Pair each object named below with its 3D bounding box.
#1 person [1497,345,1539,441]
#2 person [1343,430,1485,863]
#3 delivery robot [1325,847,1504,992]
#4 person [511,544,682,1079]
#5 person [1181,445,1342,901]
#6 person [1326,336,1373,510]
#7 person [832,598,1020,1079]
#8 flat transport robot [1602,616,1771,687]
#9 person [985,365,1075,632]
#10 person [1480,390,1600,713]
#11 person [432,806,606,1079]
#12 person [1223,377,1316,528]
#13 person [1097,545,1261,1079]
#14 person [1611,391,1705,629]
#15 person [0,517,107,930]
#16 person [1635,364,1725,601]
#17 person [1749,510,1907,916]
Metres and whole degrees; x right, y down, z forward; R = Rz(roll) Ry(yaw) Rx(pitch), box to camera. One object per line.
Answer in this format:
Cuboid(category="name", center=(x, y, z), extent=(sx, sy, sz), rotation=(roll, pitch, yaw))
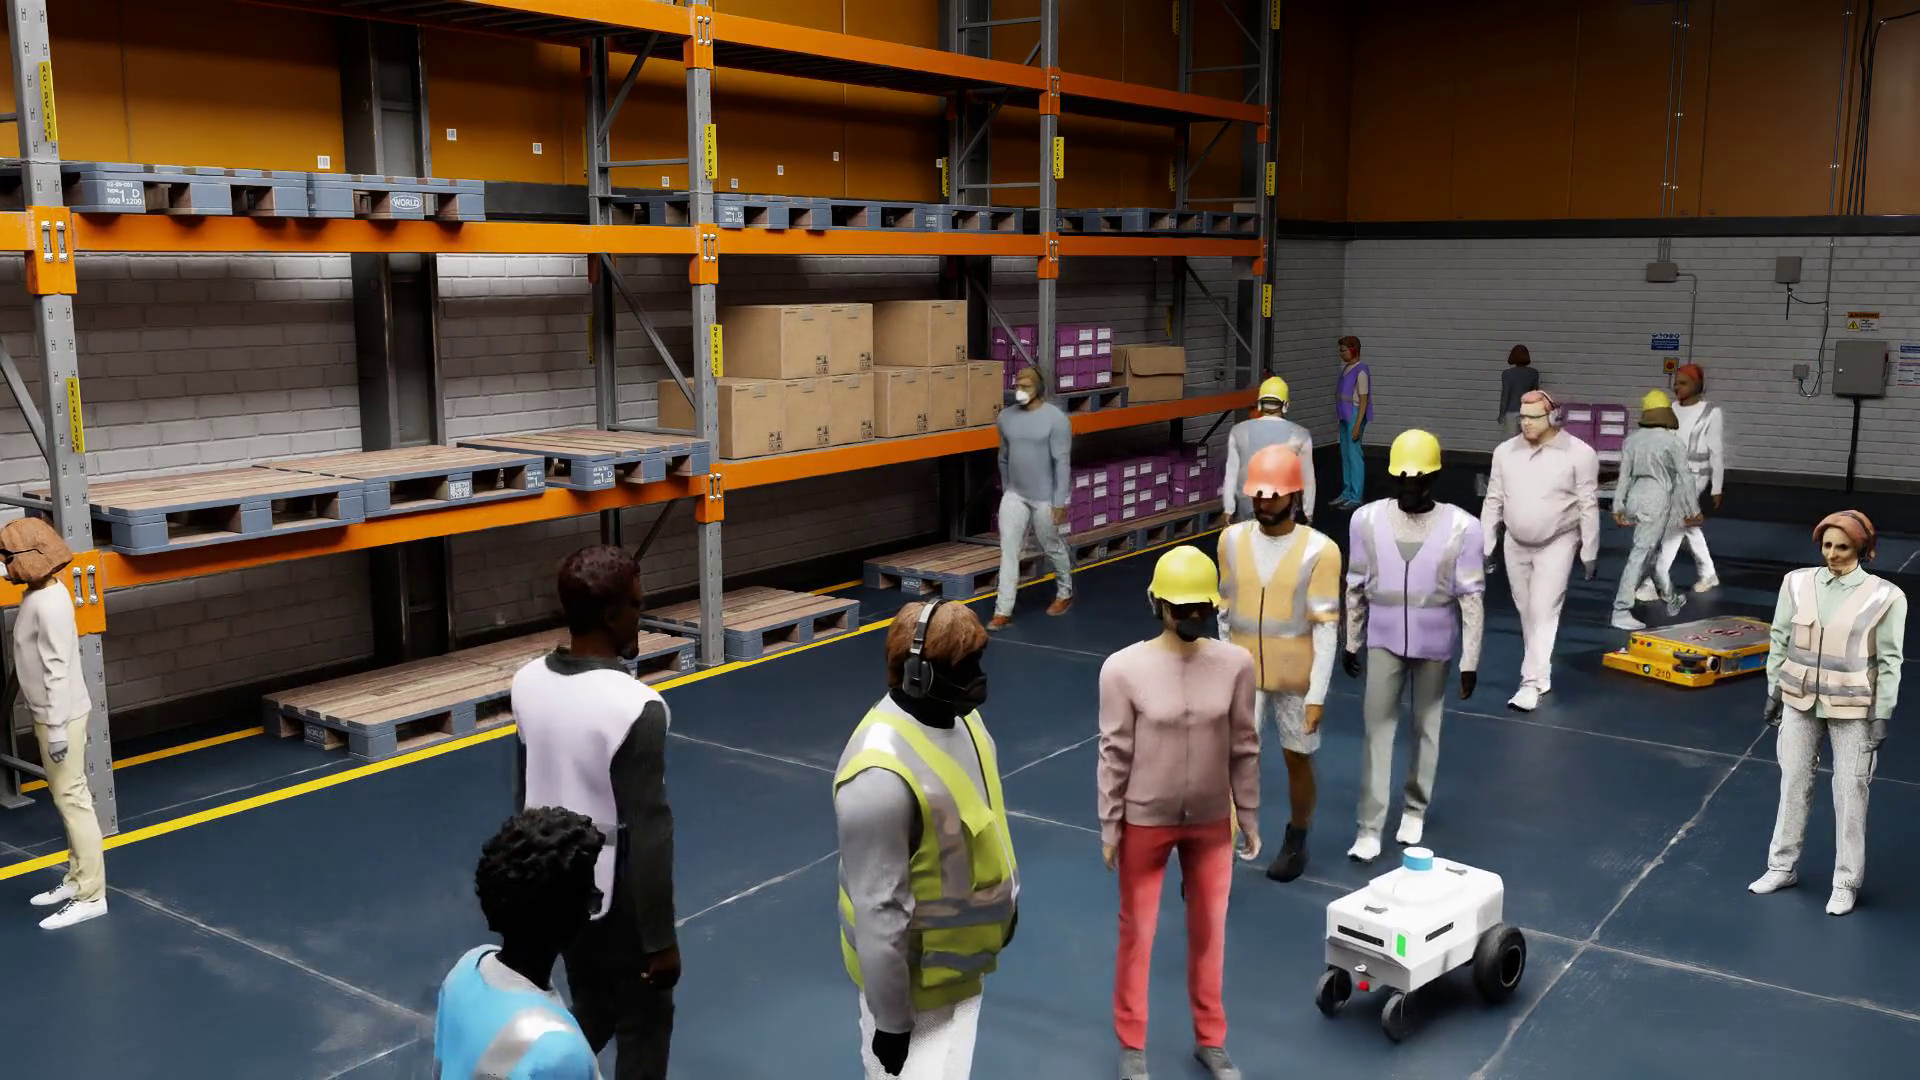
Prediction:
Cuboid(category="person", center=(6.644, -1.505, 19.813), extent=(0.507, 1.631, 0.266), rotation=(-3, 10, -16))
Cuboid(category="person", center=(1.942, 0.476, 7.235), extent=(0.617, 1.887, 0.897), rotation=(4, 10, 24))
Cuboid(category="delivery robot", center=(1.605, 1.329, 5.863), extent=(0.707, 0.478, 0.477), rotation=(-9, 13, -43))
Cuboid(category="person", center=(-0.994, 0.953, 4.389), extent=(0.667, 1.901, 0.595), rotation=(-9, 13, -44))
Cuboid(category="person", center=(1.239, 0.562, 6.744), extent=(0.555, 1.880, 1.006), rotation=(6, 11, 31))
Cuboid(category="person", center=(4.157, -1.236, 17.605), extent=(0.389, 1.837, 0.563), rotation=(-1, 10, -6))
Cuboid(category="person", center=(-0.072, 1.042, 4.070), extent=(0.430, 1.836, 0.619), rotation=(3, 10, 18))
Cuboid(category="flat transport robot", center=(4.890, 0.700, 10.731), extent=(1.431, 0.197, 0.652), rotation=(-6, 11, -31))
Cuboid(category="person", center=(0.547, -0.325, 12.032), extent=(0.646, 1.896, 1.005), rotation=(6, 11, 33))
Cuboid(category="person", center=(3.315, 0.071, 9.729), extent=(0.906, 1.866, 0.661), rotation=(-9, 13, -43))
Cuboid(category="person", center=(-0.773, 1.300, 3.052), extent=(0.801, 1.646, 0.531), rotation=(-4, 11, -25))
Cuboid(category="person", center=(2.216, -0.257, 11.851), extent=(0.631, 1.806, 0.721), rotation=(3, 10, 16))
Cuboid(category="person", center=(0.690, 0.881, 5.226), extent=(0.533, 1.762, 0.337), rotation=(-2, 10, -13))
Cuboid(category="person", center=(5.031, -0.221, 11.971), extent=(0.883, 1.687, 0.529), rotation=(-4, 10, -25))
Cuboid(category="person", center=(-3.610, 0.715, 6.615), extent=(0.277, 1.628, 0.501), rotation=(-6, 11, -32))
Cuboid(category="person", center=(5.645, -0.454, 12.971), extent=(1.005, 1.835, 0.589), rotation=(-4, 10, -23))
Cuboid(category="person", center=(3.523, 0.687, 6.746), extent=(0.308, 1.638, 0.511), rotation=(-8, 12, -39))
